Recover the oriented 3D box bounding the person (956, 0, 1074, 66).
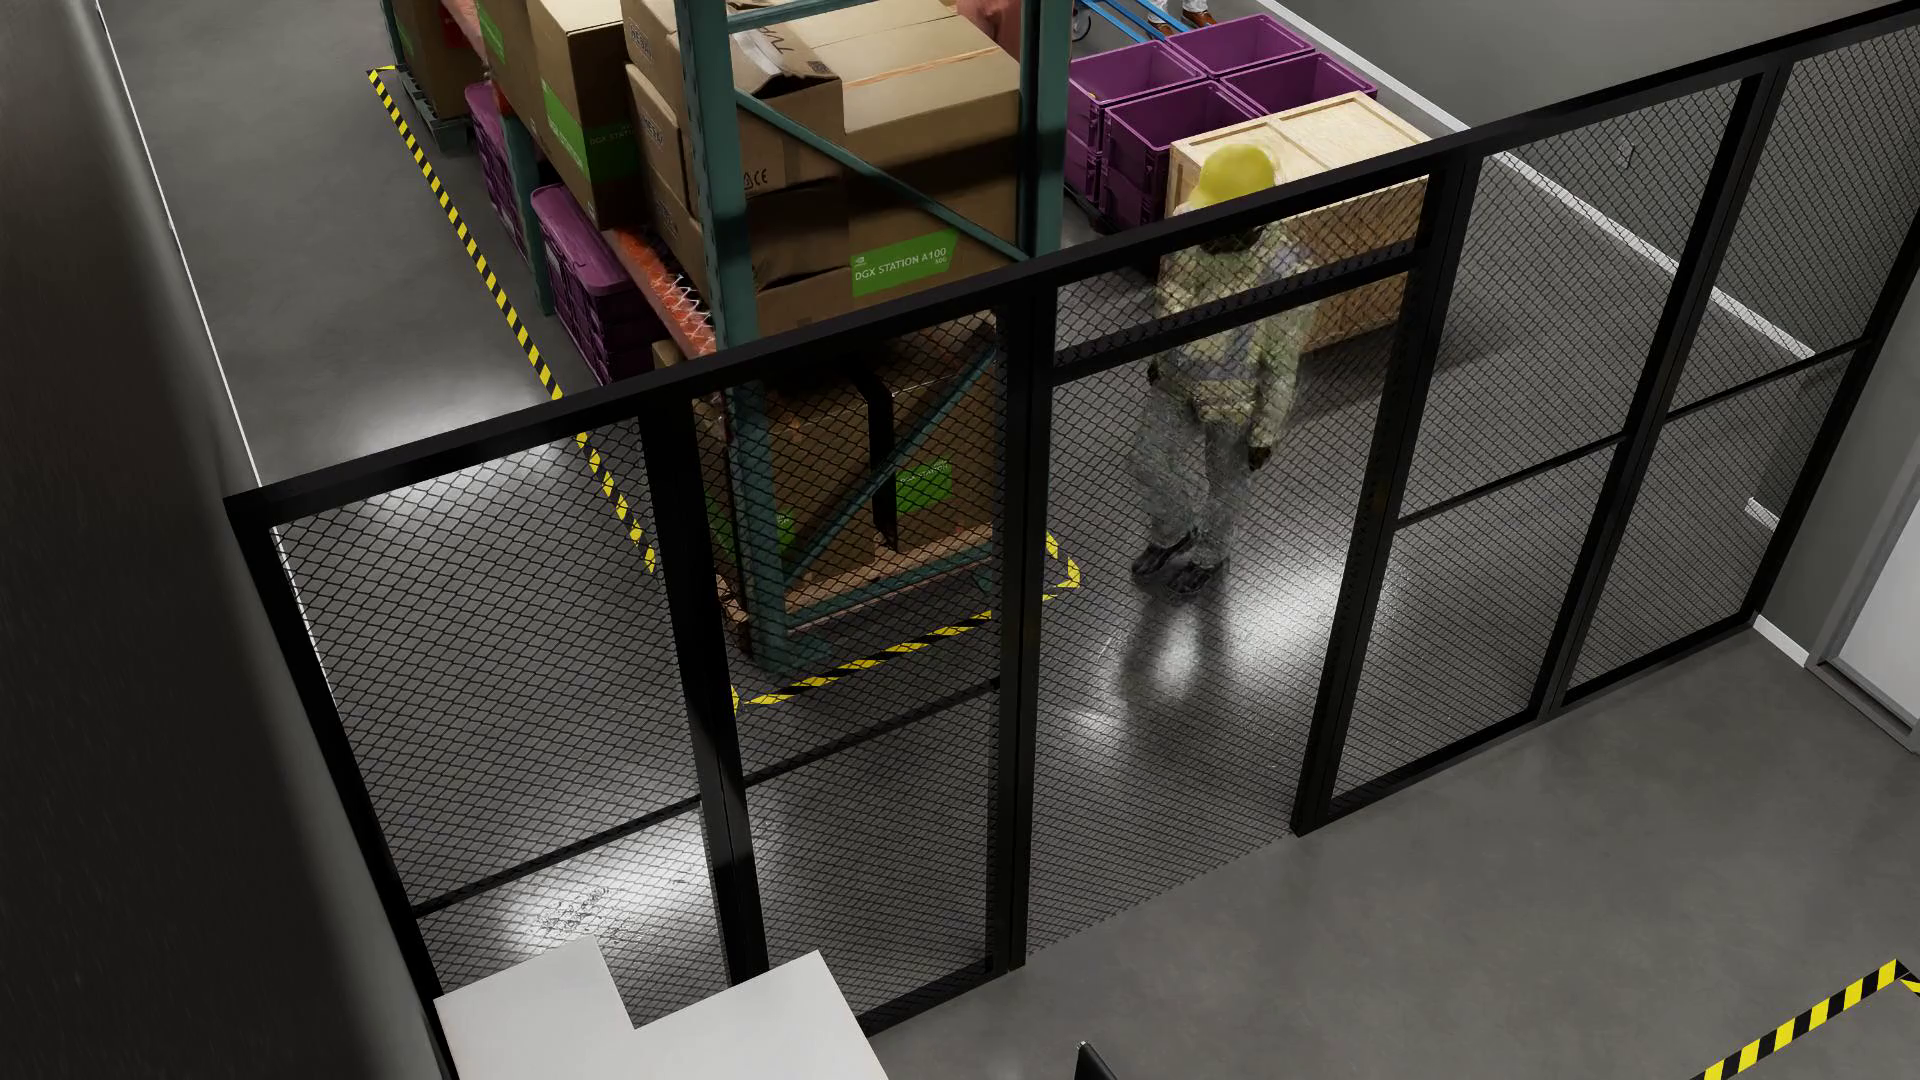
[{"bbox_3d":[0.198,-1.821,6.898,0.623,1.989,0.398,-32,51,-30],"label":"person"}]

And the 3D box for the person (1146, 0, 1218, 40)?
[{"bbox_3d":[1.273,-3.628,8.914,0.632,1.940,0.372,-22,47,-22],"label":"person"}]

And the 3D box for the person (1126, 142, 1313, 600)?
[{"bbox_3d":[0.824,-0.501,5.577,0.497,1.818,0.618,-33,52,-31],"label":"person"}]
